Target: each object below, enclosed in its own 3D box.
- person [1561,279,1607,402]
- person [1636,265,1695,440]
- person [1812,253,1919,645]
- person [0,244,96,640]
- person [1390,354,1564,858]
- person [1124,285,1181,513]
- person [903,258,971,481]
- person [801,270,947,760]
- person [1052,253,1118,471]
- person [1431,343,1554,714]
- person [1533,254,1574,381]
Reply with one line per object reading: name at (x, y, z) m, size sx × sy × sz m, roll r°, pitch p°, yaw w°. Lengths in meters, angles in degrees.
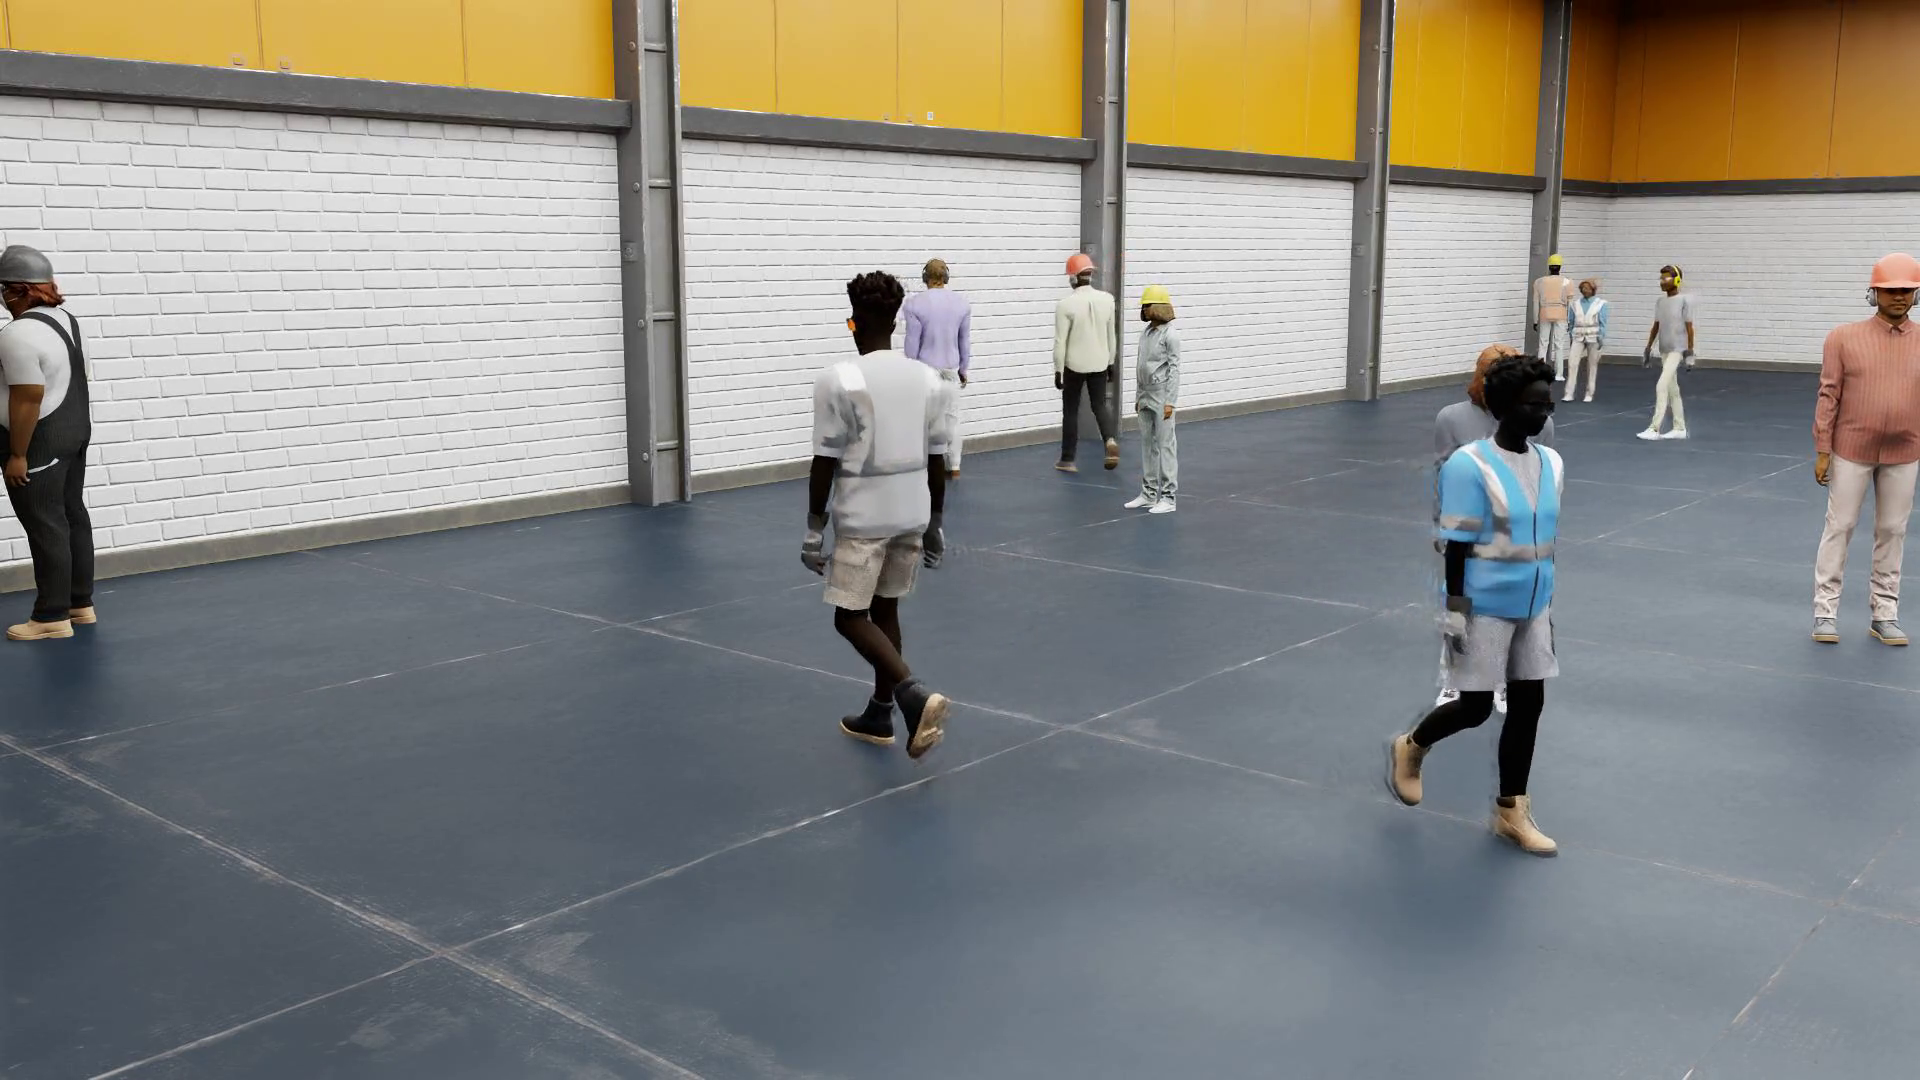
person at (8.156, -2.582, 21.726) m, size 0.516 × 1.607 × 0.748 m, roll 7°, pitch 12°, yaw 36°
person at (7.411, -1.963, 17.540) m, size 0.838 × 1.834 × 0.546 m, roll -3°, pitch 10°, yaw -14°
person at (4.686, -0.453, 8.493) m, size 0.609 × 1.995 × 0.379 m, roll 2°, pitch 10°, yaw 12°
person at (-4.839, -0.508, 8.674) m, size 0.538 × 2.000 × 0.684 m, roll -1°, pitch 10°, yaw -6°
person at (1.781, 0.204, 5.631) m, size 0.545 × 1.681 × 0.560 m, roll -5°, pitch 11°, yaw -28°
person at (1.491, -1.080, 12.776) m, size 0.295 × 1.744 × 0.489 m, roll -5°, pitch 11°, yaw -28°
person at (-0.204, -1.462, 14.396) m, size 0.636 × 1.938 × 0.357 m, roll -5°, pitch 11°, yaw -27°
person at (-0.269, -0.083, 6.535) m, size 0.618 × 1.941 × 0.714 m, roll -9°, pitch 13°, yaw -40°
person at (1.132, -1.578, 14.936) m, size 0.659 × 1.977 × 0.713 m, roll -4°, pitch 11°, yaw -22°
person at (2.296, -0.042, 7.225) m, size 0.497 × 1.624 × 0.309 m, roll 3°, pitch 10°, yaw 18°
person at (9.014, -3.372, 25.298) m, size 0.587 × 1.930 × 0.359 m, roll 4°, pitch 11°, yaw 23°
